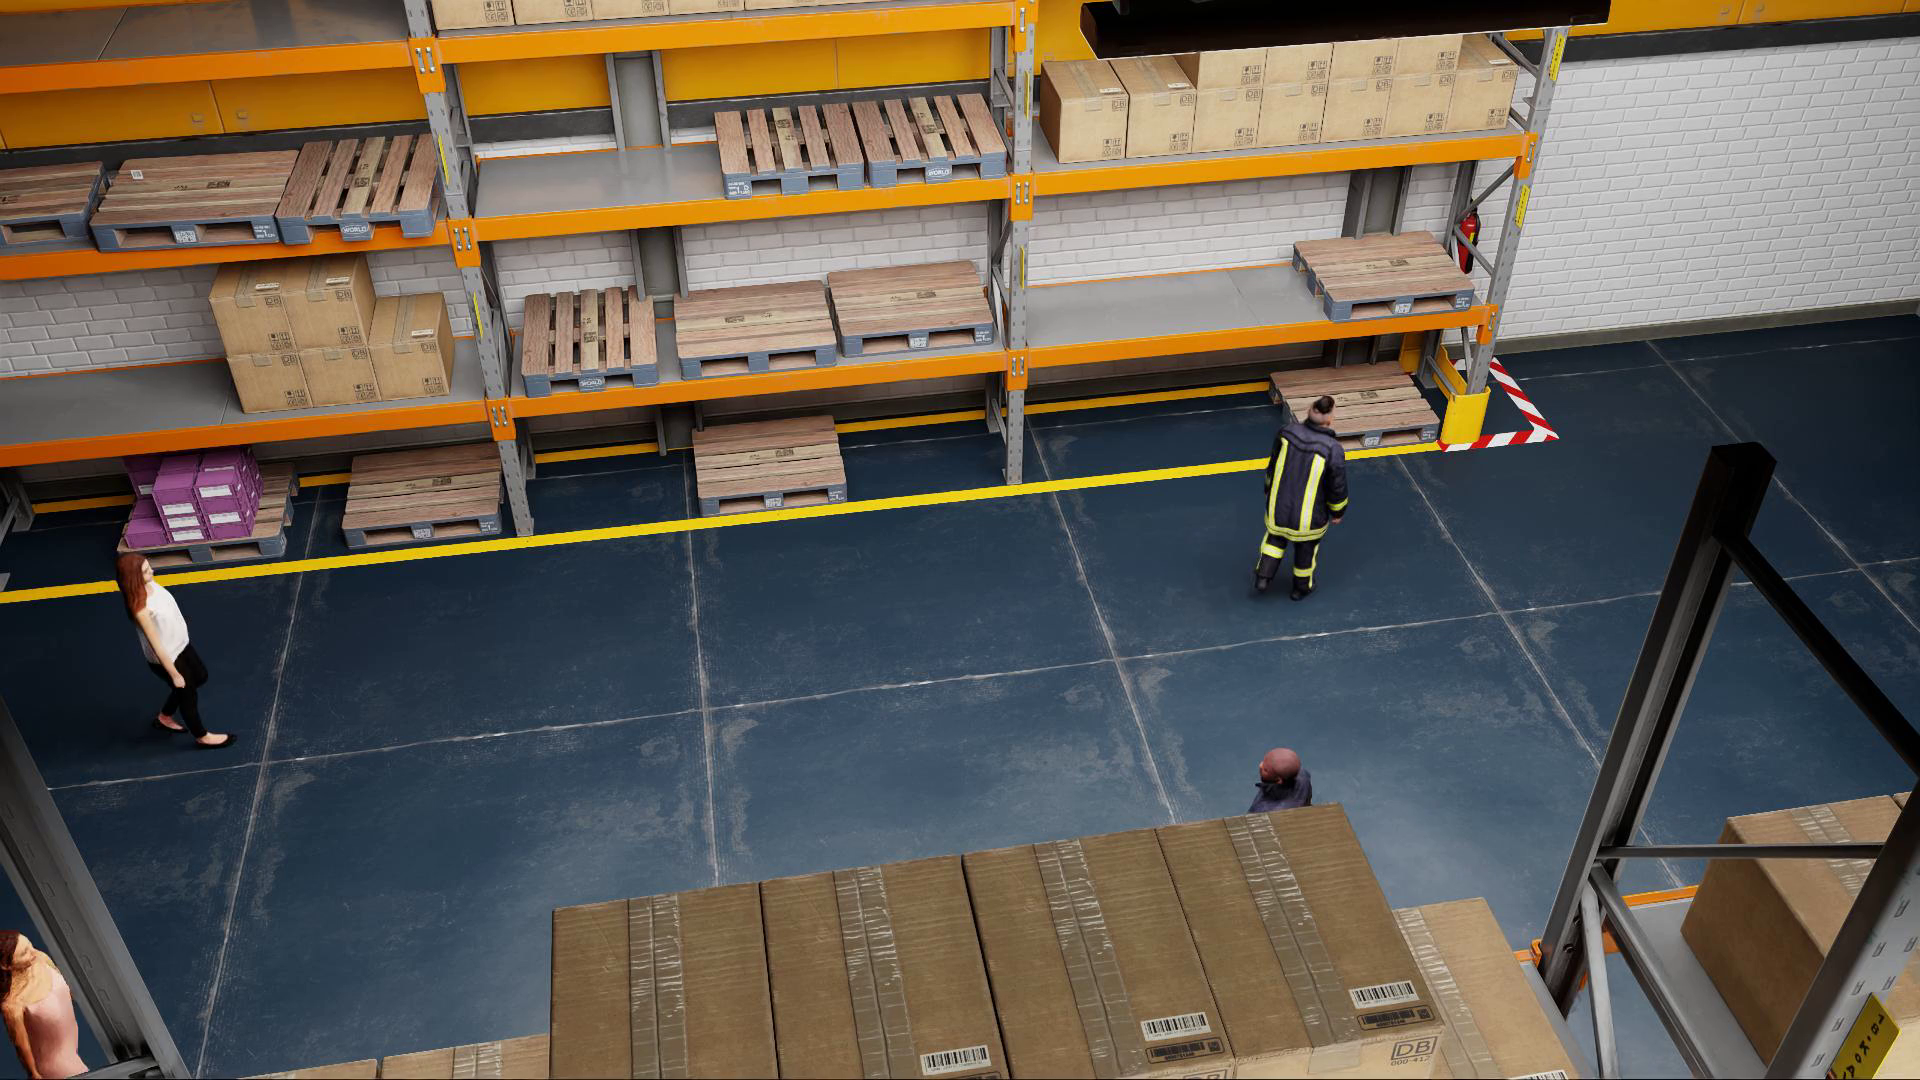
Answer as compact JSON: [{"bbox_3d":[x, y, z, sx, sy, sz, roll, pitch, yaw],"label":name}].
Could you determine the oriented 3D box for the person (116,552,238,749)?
[{"bbox_3d":[-5.289,0.758,10.958,0.750,1.715,0.629,-9,40,-12],"label":"person"}]

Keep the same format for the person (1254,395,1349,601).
[{"bbox_3d":[2.461,-0.288,12.154,0.964,1.857,1.025,24,44,27],"label":"person"}]

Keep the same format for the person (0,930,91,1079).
[{"bbox_3d":[-4.747,2.626,8.566,1.128,1.781,0.637,-4,39,-5],"label":"person"}]

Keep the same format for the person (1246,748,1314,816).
[{"bbox_3d":[1.856,1.859,9.506,1.111,1.806,1.021,15,41,18],"label":"person"}]
